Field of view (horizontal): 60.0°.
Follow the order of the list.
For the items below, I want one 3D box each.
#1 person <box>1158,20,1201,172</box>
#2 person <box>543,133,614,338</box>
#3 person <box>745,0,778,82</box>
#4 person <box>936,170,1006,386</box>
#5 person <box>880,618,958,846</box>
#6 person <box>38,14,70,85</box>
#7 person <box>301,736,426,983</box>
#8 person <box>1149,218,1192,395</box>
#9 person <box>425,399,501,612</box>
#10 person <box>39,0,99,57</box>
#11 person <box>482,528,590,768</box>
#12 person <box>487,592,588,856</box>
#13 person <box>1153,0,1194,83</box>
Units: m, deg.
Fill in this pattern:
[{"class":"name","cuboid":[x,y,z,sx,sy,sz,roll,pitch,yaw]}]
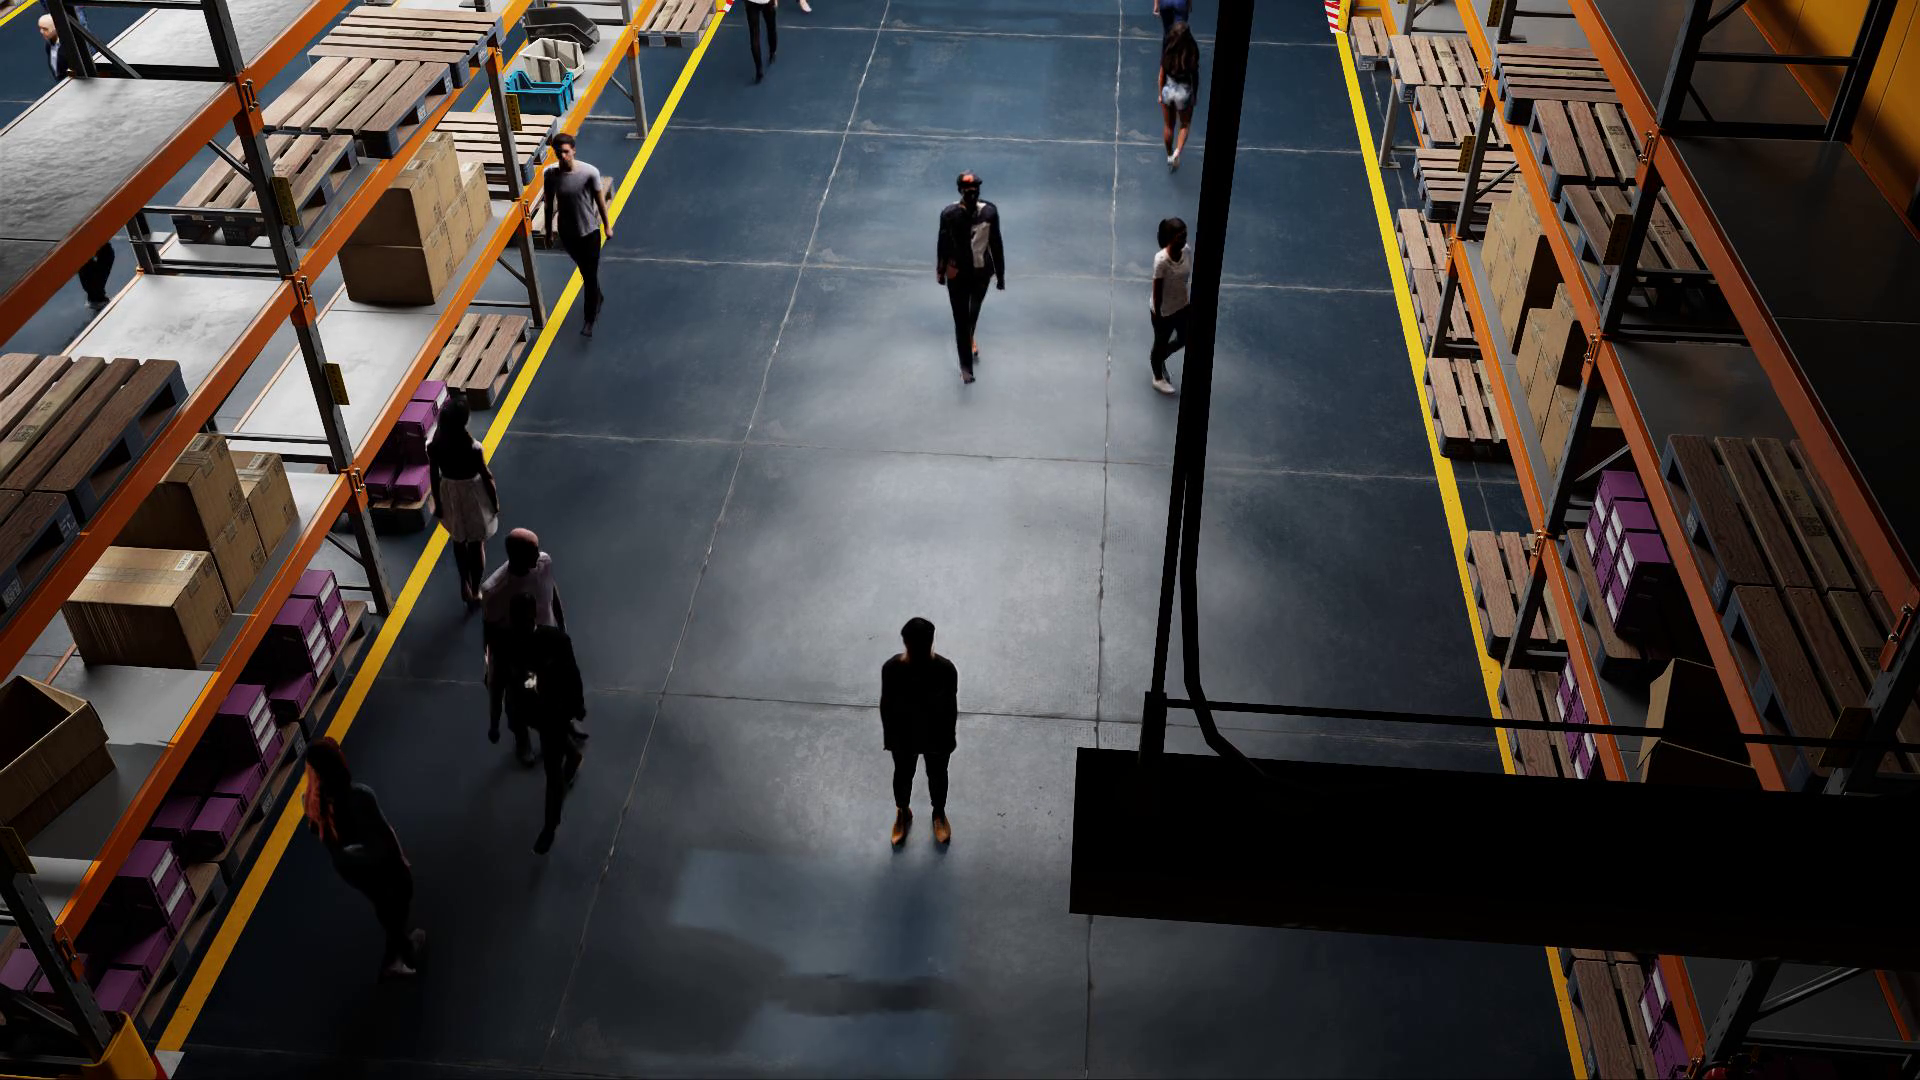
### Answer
[{"class":"person","cuboid":[2.245,-4.545,17.221,0.603,1.616,0.667,8,39,10]},{"class":"person","cuboid":[-3.374,-2.788,14.852,0.687,1.827,1.124,3,39,4]},{"class":"person","cuboid":[-2.317,-6.151,19.119,0.684,1.757,1.043,-1,39,-2]},{"class":"person","cuboid":[0.064,-2.330,14.267,0.947,1.841,1.261,-7,39,-9]},{"class":"person","cuboid":[-0.242,1.133,10.029,0.634,1.719,0.574,-1,39,-1]},{"class":"person","cuboid":[-8.981,-4.547,17.094,0.893,1.778,1.068,17,42,20]},{"class":"person","cuboid":[-3.296,1.847,9.136,0.630,1.718,0.725,5,39,7]},{"class":"person","cuboid":[1.706,-1.999,14.013,0.720,1.641,0.781,-29,47,-31]},{"class":"person","cuboid":[-3.466,-0.168,11.627,0.656,1.758,0.729,-1,39,-2]},{"class":"person","cuboid":[-10.358,-6.241,19.189,0.762,1.811,0.746,-15,41,-18]},{"class":"person","cuboid":[-2.782,0.616,10.600,0.873,1.815,0.973,-26,45,-29]},{"class":"person","cuboid":[-2.541,0.962,10.221,0.738,1.747,1.207,6,39,8]},{"class":"person","cuboid":[2.442,-6.083,19.040,0.868,1.749,1.138,16,41,20]}]
